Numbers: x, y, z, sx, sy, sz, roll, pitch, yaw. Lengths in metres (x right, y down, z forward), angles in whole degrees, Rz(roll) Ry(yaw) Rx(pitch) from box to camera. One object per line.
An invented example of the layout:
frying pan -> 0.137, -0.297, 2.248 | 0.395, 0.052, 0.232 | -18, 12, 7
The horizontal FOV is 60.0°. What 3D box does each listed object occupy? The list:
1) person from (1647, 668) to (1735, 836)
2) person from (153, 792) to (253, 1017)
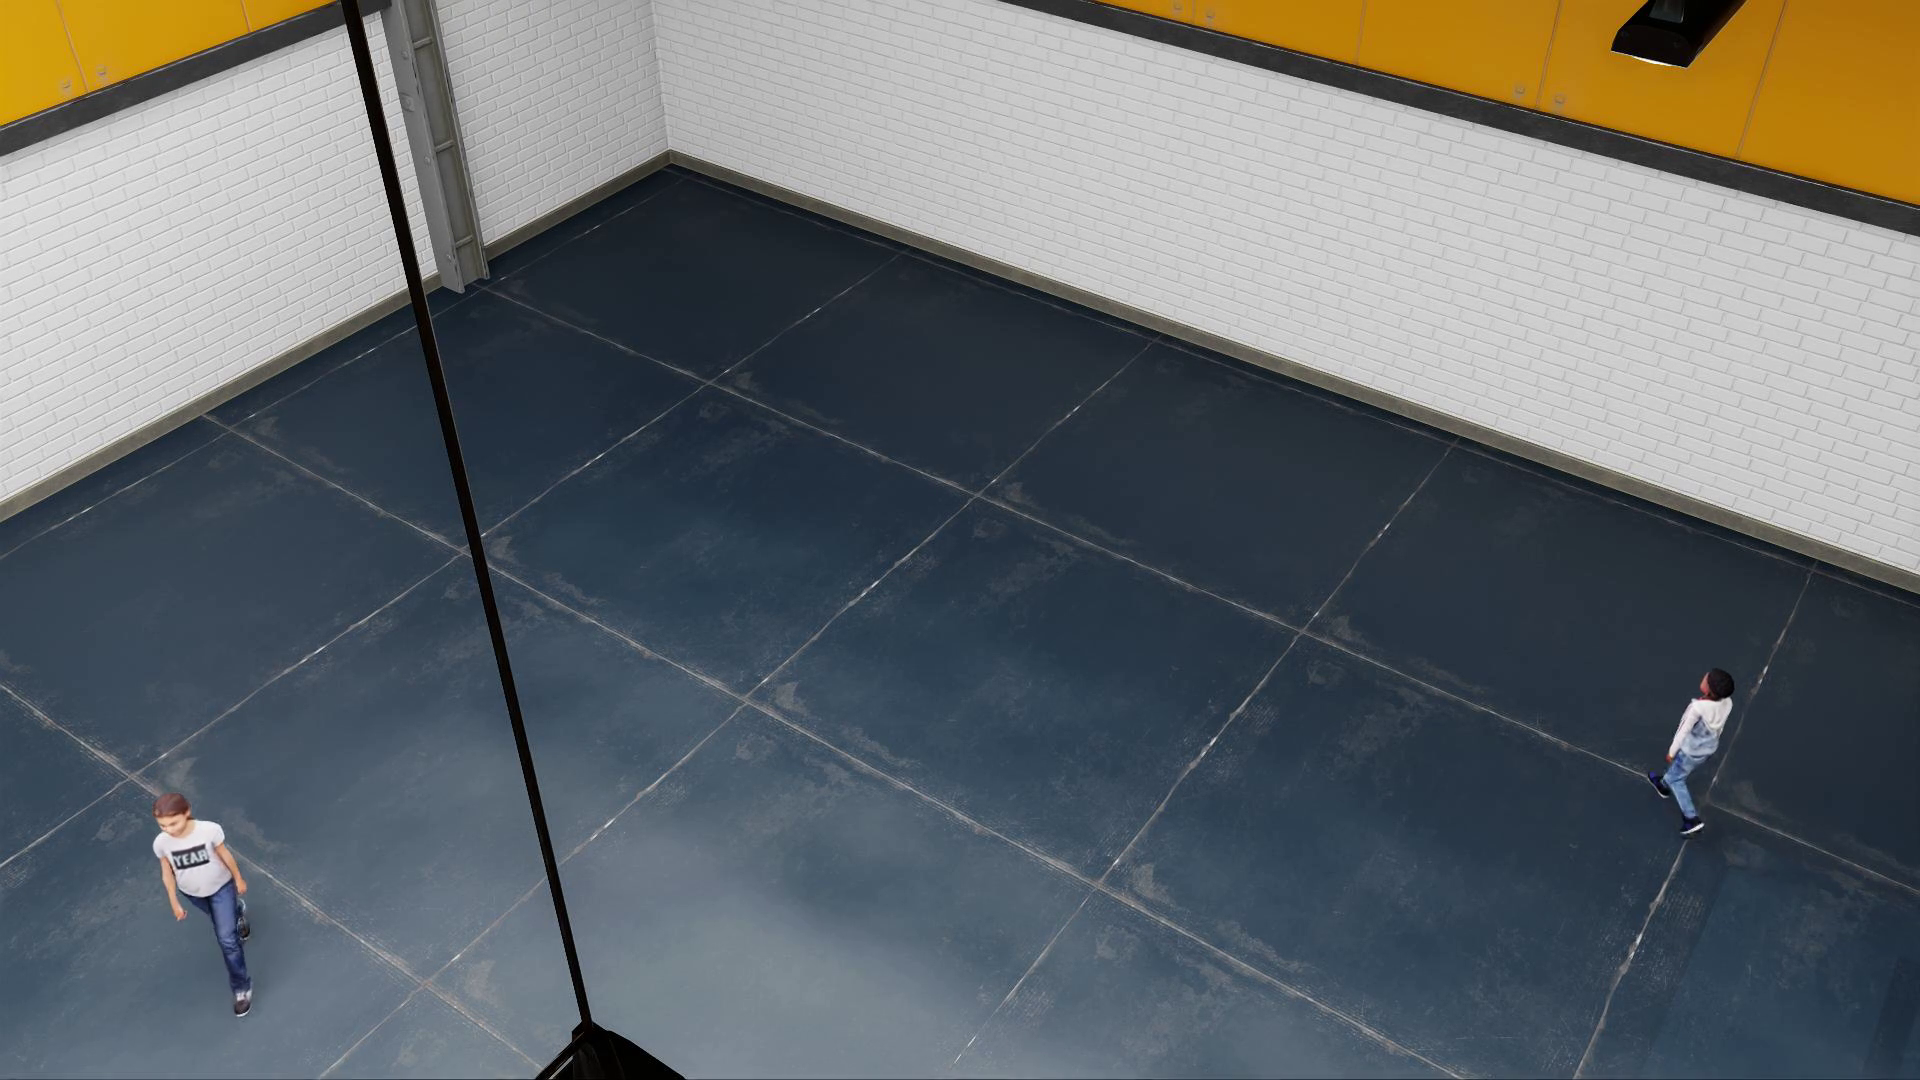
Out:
person -> 4.791, 1.362, 10.810 | 0.844, 1.240, 0.835 | -12, 40, -15
person -> -4.434, 1.982, 9.802 | 1.041, 1.531, 1.059 | -10, 40, -12
